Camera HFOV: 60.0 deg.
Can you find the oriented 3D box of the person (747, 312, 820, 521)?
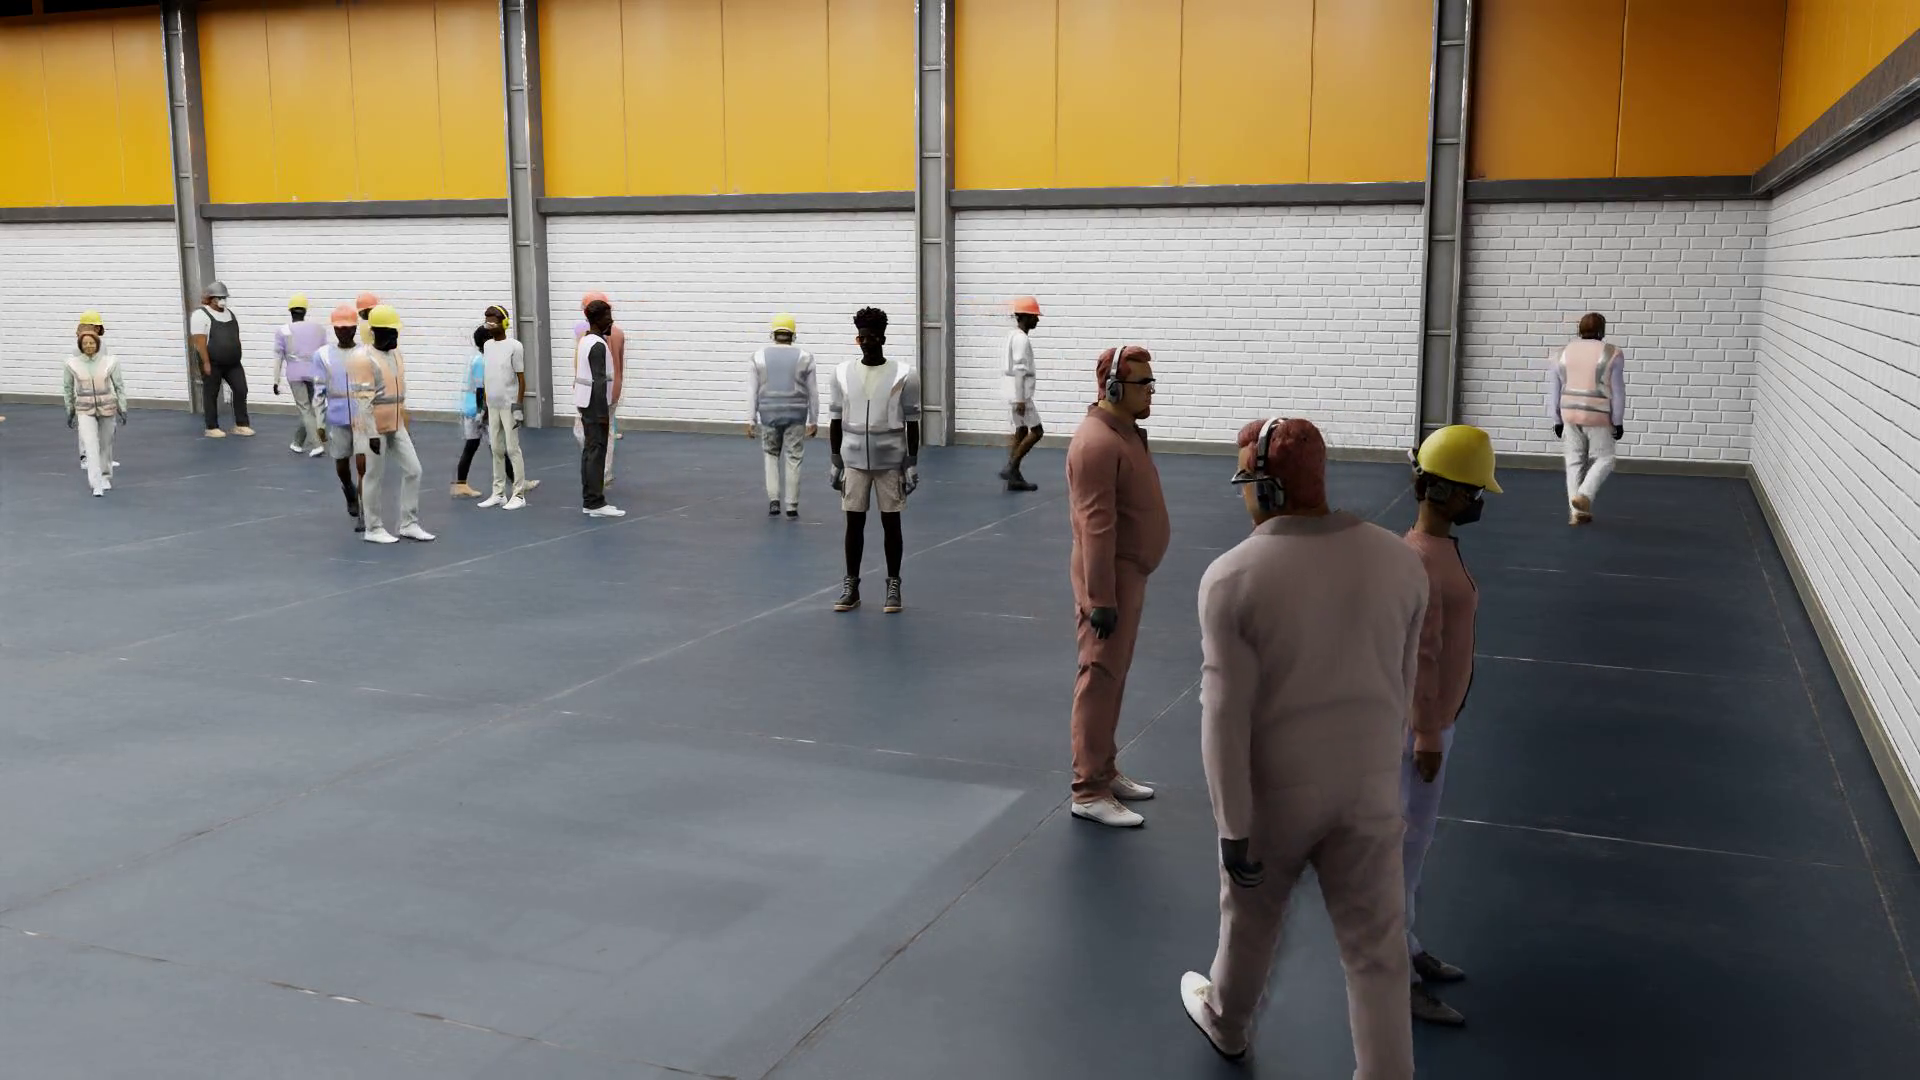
[{"bbox_3d":[-1.538,-1.083,14.590,0.630,1.811,0.566,0,9,0],"label":"person"}]

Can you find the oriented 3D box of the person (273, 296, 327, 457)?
[{"bbox_3d":[-7.696,-1.910,19.448,0.608,1.881,0.979,-9,13,-43],"label":"person"}]

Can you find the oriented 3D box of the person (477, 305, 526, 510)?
[{"bbox_3d":[-4.193,-1.206,15.187,0.508,1.865,0.329,5,11,30],"label":"person"}]

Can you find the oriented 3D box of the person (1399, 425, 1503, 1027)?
[{"bbox_3d":[1.412,0.535,4.959,0.326,1.760,0.524,3,10,18],"label":"person"}]

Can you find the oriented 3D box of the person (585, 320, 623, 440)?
[{"bbox_3d":[-4.580,-2.189,21.201,0.508,1.846,0.345,7,11,35],"label":"person"}]

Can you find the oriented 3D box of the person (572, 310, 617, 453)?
[{"bbox_3d":[-4.275,-1.925,19.601,0.575,1.841,0.374,-6,11,-33],"label":"person"}]

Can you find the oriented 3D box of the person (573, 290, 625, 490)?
[{"bbox_3d":[-3.567,-1.460,16.349,0.484,1.986,0.640,7,12,36],"label":"person"}]

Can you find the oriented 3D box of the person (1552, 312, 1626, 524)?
[{"bbox_3d":[5.341,-1.023,14.176,0.468,1.828,0.656,-9,13,-43],"label":"person"}]

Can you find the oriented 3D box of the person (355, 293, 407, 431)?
[{"bbox_3d":[-7.107,-2.042,20.191,1.018,1.872,0.581,5,11,28],"label":"person"}]

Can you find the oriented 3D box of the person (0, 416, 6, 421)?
[{"bbox_3d":[-13.947,-2.590,23.665,0.619,1.837,0.430,6,11,31],"label":"person"}]

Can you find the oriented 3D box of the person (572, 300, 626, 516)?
[{"bbox_3d":[-3.240,-1.168,14.791,0.395,1.919,0.590,-4,10,-22],"label":"person"}]

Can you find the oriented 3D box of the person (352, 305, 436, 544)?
[{"bbox_3d":[-4.493,-0.901,13.185,0.699,1.902,0.609,3,10,18],"label":"person"}]

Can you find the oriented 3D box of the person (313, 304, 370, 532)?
[{"bbox_3d":[-5.167,-1.049,14.121,0.550,1.916,0.805,-2,10,-14],"label":"person"}]

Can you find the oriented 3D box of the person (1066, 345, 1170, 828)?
[{"bbox_3d":[0.640,0.174,6.693,0.402,1.906,0.651,2,10,14],"label":"person"}]

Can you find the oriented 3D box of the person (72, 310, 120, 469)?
[{"bbox_3d":[-9.476,-1.642,18.222,0.336,1.733,0.480,1,9,7],"label":"person"}]

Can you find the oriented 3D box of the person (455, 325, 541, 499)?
[{"bbox_3d":[-4.458,-1.221,15.888,0.862,1.647,0.543,-4,10,-21],"label":"person"}]

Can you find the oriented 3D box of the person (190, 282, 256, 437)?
[{"bbox_3d":[-9.510,-2.331,21.469,0.759,2.000,0.689,6,11,31],"label":"person"}]

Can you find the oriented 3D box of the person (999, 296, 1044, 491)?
[{"bbox_3d":[0.634,-1.423,16.316,0.399,1.920,0.579,0,9,-2],"label":"person"}]

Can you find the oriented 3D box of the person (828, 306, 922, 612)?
[{"bbox_3d":[-0.551,-0.511,10.664,0.608,1.966,0.370,2,10,9],"label":"person"}]

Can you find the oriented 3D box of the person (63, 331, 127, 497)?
[{"bbox_3d":[-8.432,-1.246,16.243,0.529,1.595,0.847,-5,11,-30],"label":"person"}]

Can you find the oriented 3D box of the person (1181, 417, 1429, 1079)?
[{"bbox_3d":[0.872,0.608,4.248,0.660,1.837,1.037,-2,10,-11],"label":"person"}]
